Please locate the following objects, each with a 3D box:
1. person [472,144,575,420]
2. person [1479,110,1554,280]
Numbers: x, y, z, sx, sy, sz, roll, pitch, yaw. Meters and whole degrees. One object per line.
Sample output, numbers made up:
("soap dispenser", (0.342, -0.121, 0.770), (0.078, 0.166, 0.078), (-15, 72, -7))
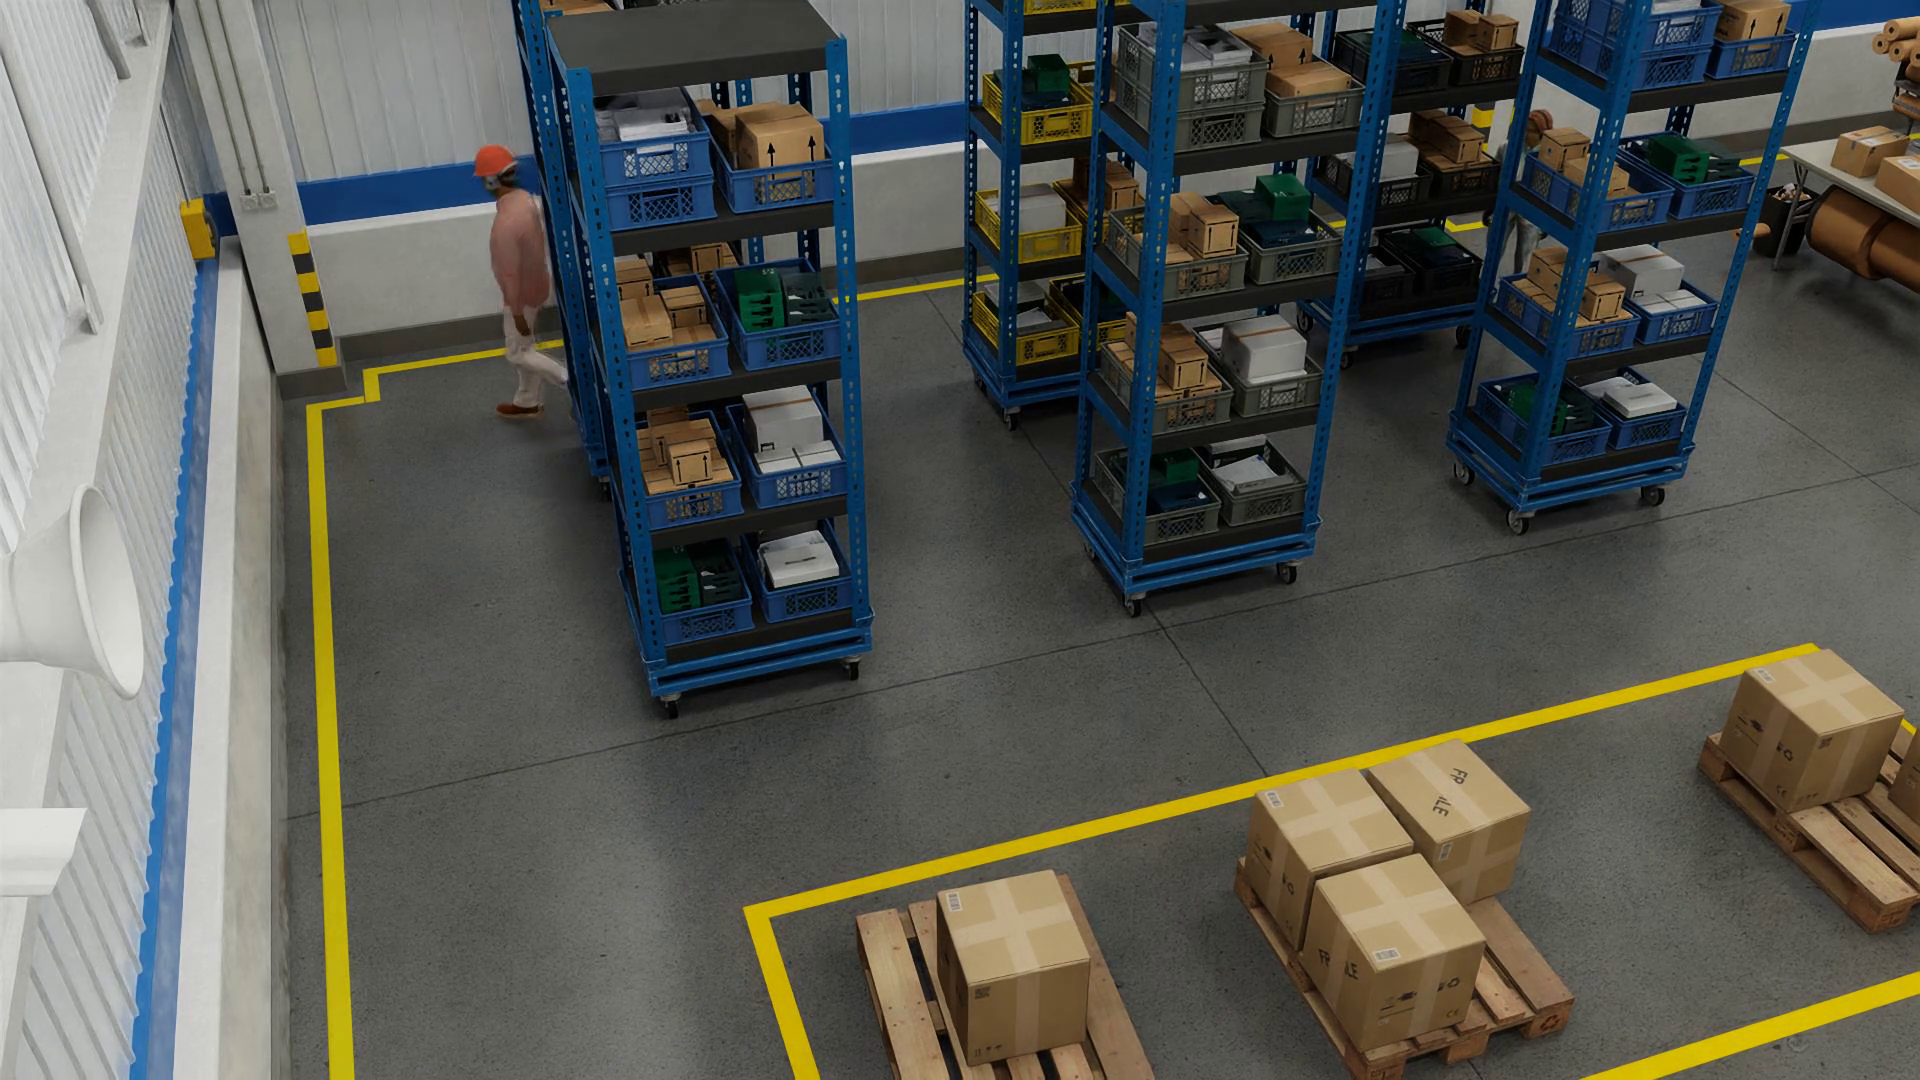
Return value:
("person", (-2.832, -1.631, 10.888), (0.679, 1.960, 0.620), (1, 35, 2))
("person", (4.104, -2.377, 12.224), (0.515, 1.636, 0.315), (18, 39, 23))
